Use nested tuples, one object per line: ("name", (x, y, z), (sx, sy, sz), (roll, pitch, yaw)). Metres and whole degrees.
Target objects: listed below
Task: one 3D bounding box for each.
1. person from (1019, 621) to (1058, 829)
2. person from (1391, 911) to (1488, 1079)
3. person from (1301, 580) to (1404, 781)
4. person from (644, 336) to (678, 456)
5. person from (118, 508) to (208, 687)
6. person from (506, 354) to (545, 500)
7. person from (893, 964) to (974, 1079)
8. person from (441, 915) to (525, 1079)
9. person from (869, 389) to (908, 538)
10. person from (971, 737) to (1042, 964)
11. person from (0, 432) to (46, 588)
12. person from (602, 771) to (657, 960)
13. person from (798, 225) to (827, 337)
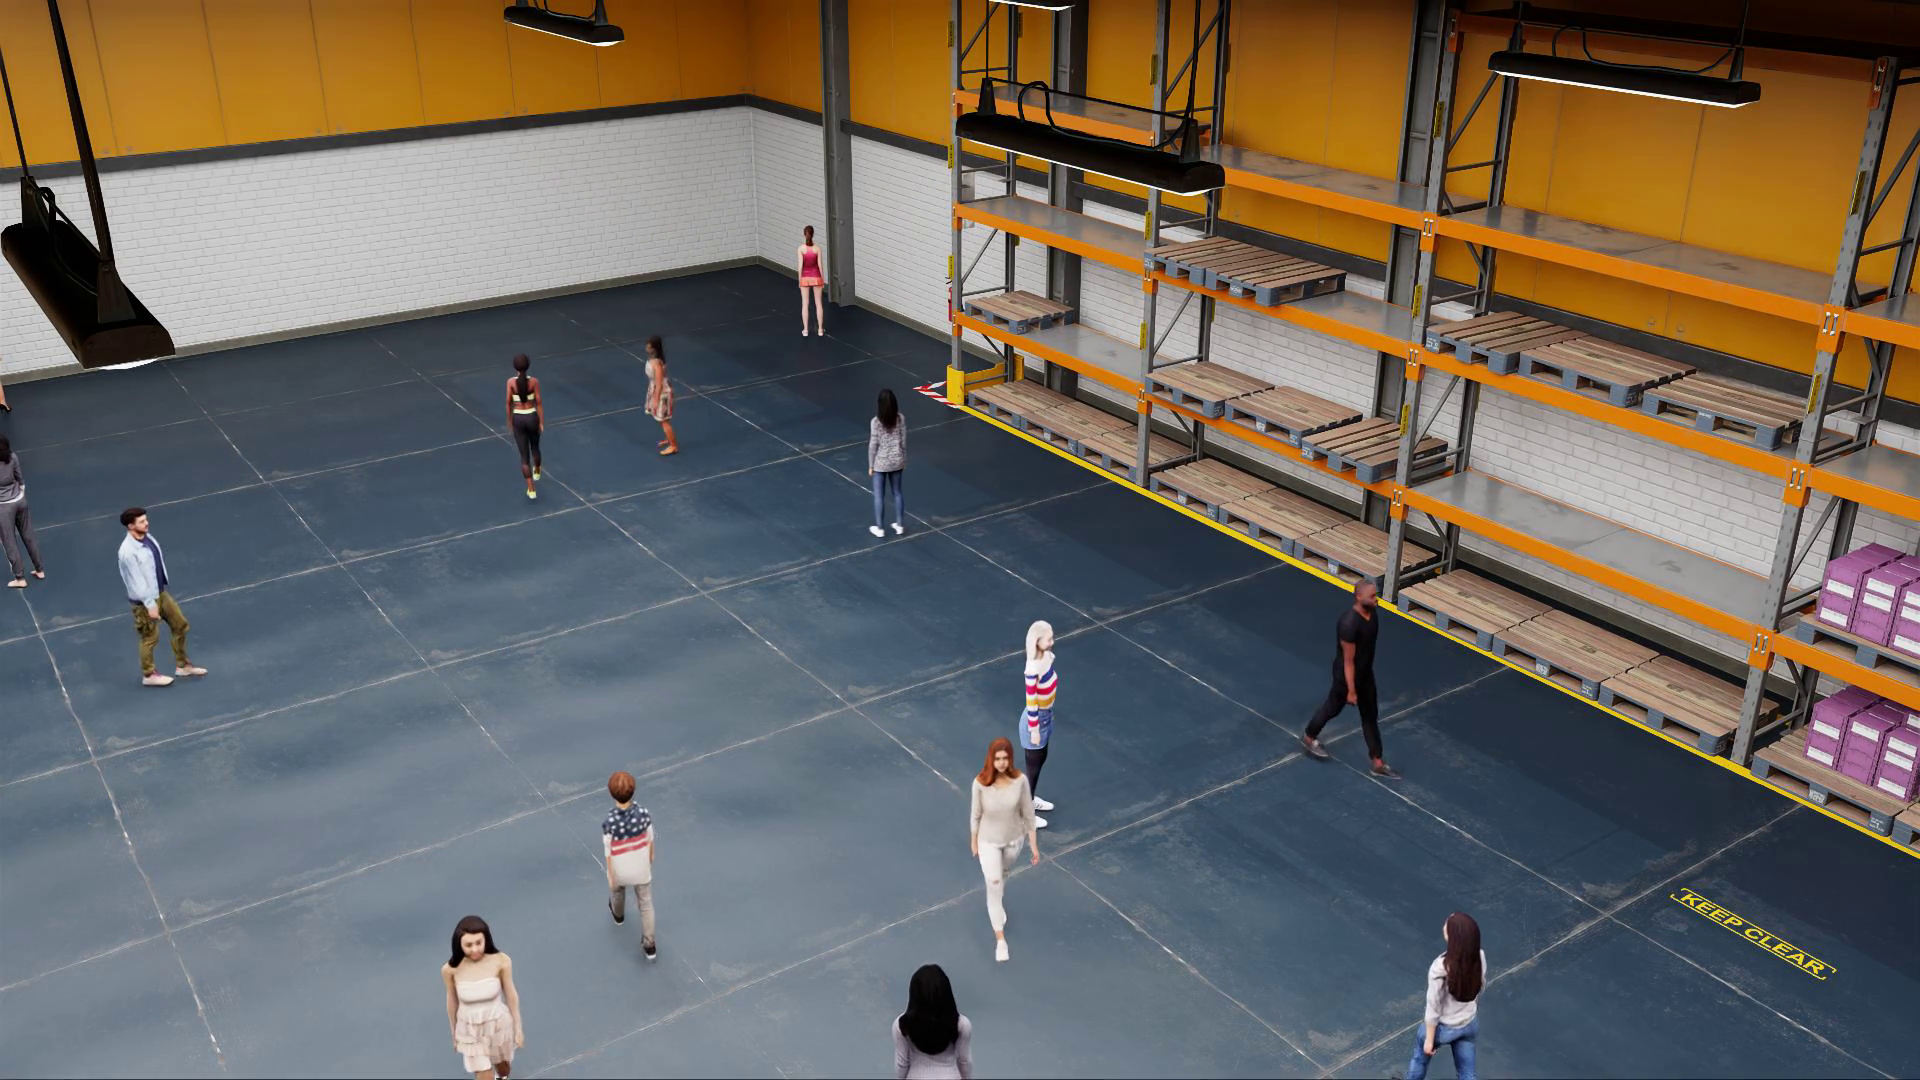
("person", (0.615, 1.466, 13.422), (0.728, 1.806, 0.713), (8, 25, 17))
("person", (3.052, 3.025, 10.120), (0.760, 1.594, 1.120), (-10, 26, -23))
("person", (3.258, 1.159, 14.175), (1.281, 1.765, 0.866), (20, 31, 38))
("person", (-3.788, -1.860, 21.280), (0.807, 1.606, 0.655), (-2, 24, -6))
("person", (-7.654, 0.552, 15.529), (0.961, 1.792, 0.906), (2, 24, 4))
("person", (-5.202, -1.327, 19.940), (0.805, 1.702, 1.184), (-7, 25, -16))
("person", (-0.154, 3.183, 9.578), (0.690, 1.738, 0.711), (0, 24, -1))
("person", (-2.881, 2.953, 10.137), (0.808, 1.712, 1.076), (-6, 24, -14))
("person", (-0.817, -0.879, 18.879), (0.642, 1.731, 0.569), (-12, 26, -25))
("person", (0.286, 2.132, 12.068), (0.925, 1.669, 1.193), (-5, 24, -10))
("person", (-10.085, -0.357, 17.644), (0.674, 1.763, 0.667), (11, 26, 23))
("person", (-2.343, 2.350, 11.905), (0.637, 1.400, 0.988), (-11, 26, -23))
("person", (-2.346, -4.090, 26.197), (0.659, 1.753, 0.693), (-2, 24, -4))
